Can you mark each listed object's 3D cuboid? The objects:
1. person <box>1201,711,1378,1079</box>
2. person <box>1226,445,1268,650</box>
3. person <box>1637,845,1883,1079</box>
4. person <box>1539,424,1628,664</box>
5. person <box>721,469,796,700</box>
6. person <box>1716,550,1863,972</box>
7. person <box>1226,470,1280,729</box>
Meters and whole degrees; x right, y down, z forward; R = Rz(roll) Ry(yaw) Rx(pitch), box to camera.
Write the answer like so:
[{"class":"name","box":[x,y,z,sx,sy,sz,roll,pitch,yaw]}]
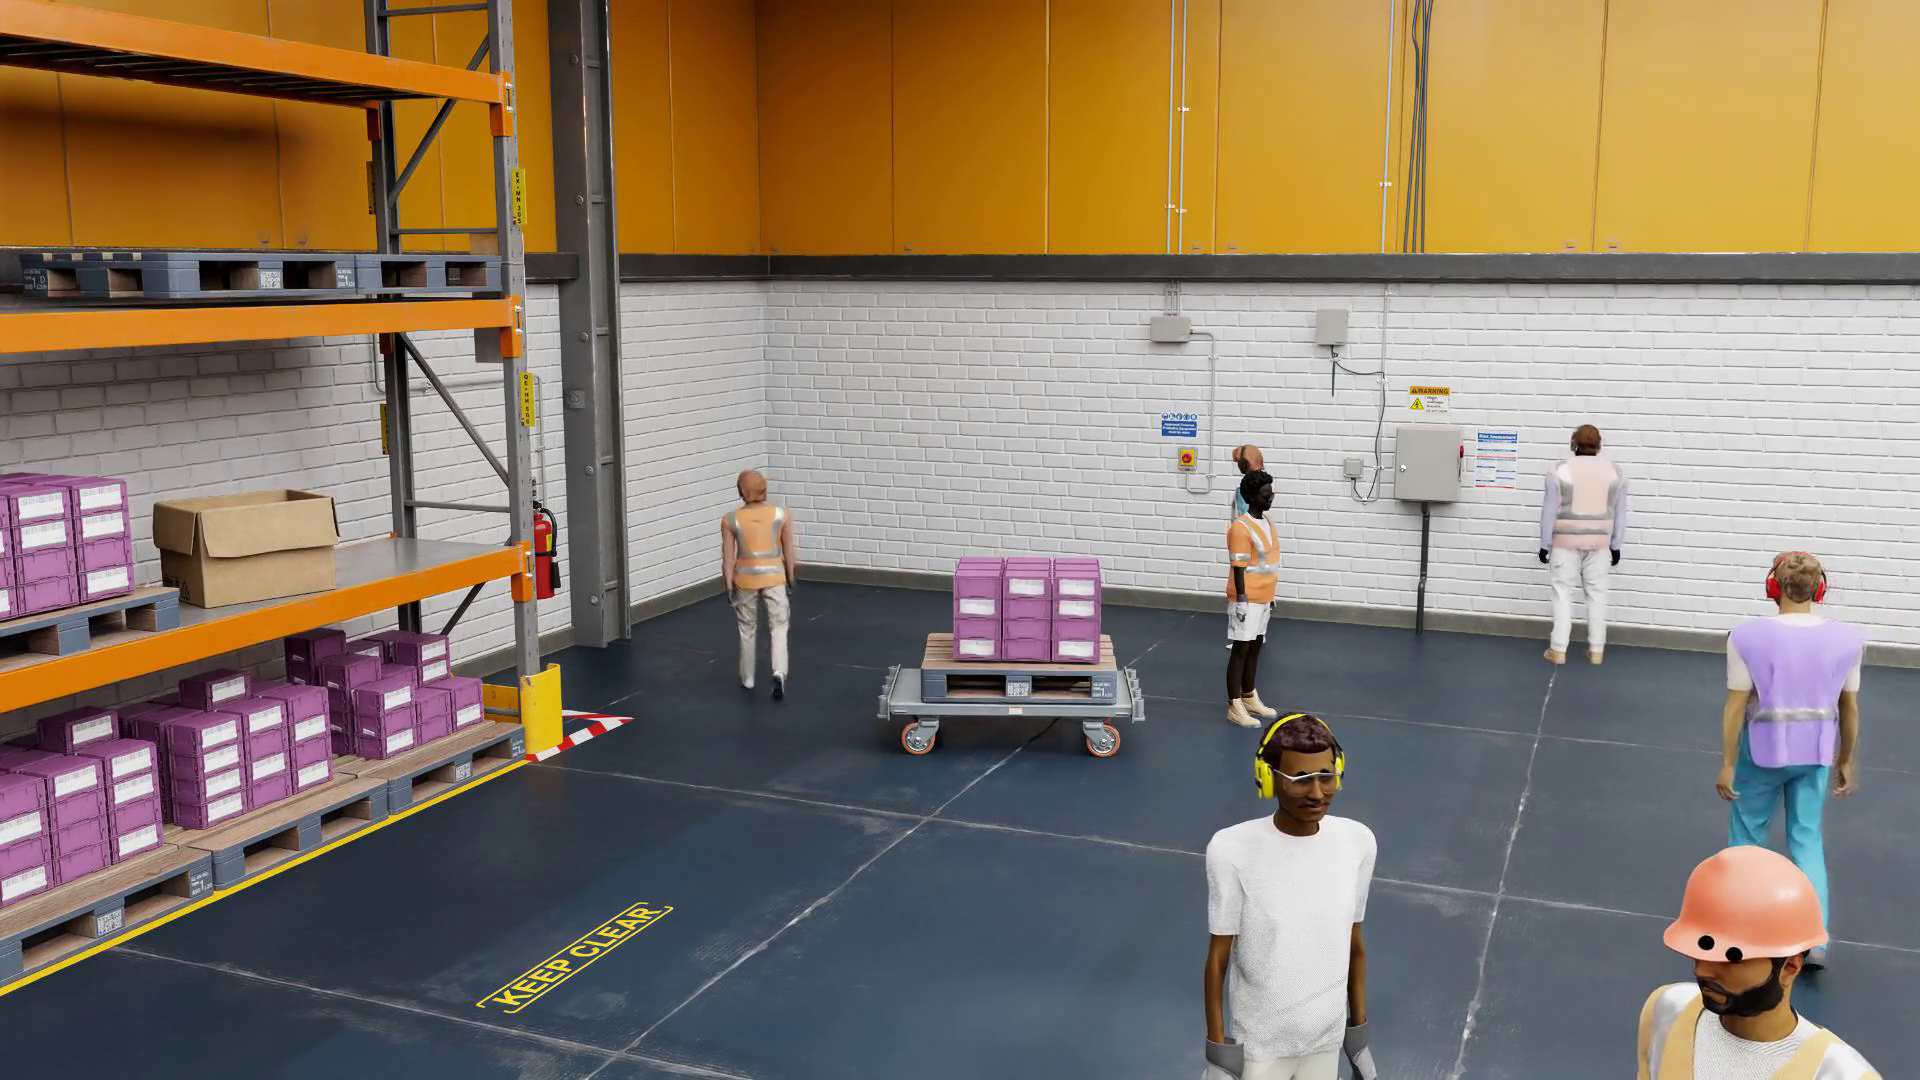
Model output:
[{"class":"person","box":[0.892,1.372,4.484,0.513,1.872,0.328,-3,10,-18]},{"class":"person","box":[2.291,0.060,13.135,0.314,1.639,0.514,5,11,29]},{"class":"person","box":[1.506,1.536,3.287,0.356,1.937,0.552,-5,11,-29]},{"class":"person","box":[4.733,0.033,12.689,0.633,1.839,0.429,1,9,4]},{"class":"person","box":[-1.410,0.308,11.683,0.532,1.615,0.701,-1,9,-6]},{"class":"person","box":[3.582,0.949,7.226,0.581,1.833,0.707,1,9,4]},{"class":"person","box":[1.941,0.381,11.013,0.318,1.697,0.535,6,11,32]}]
